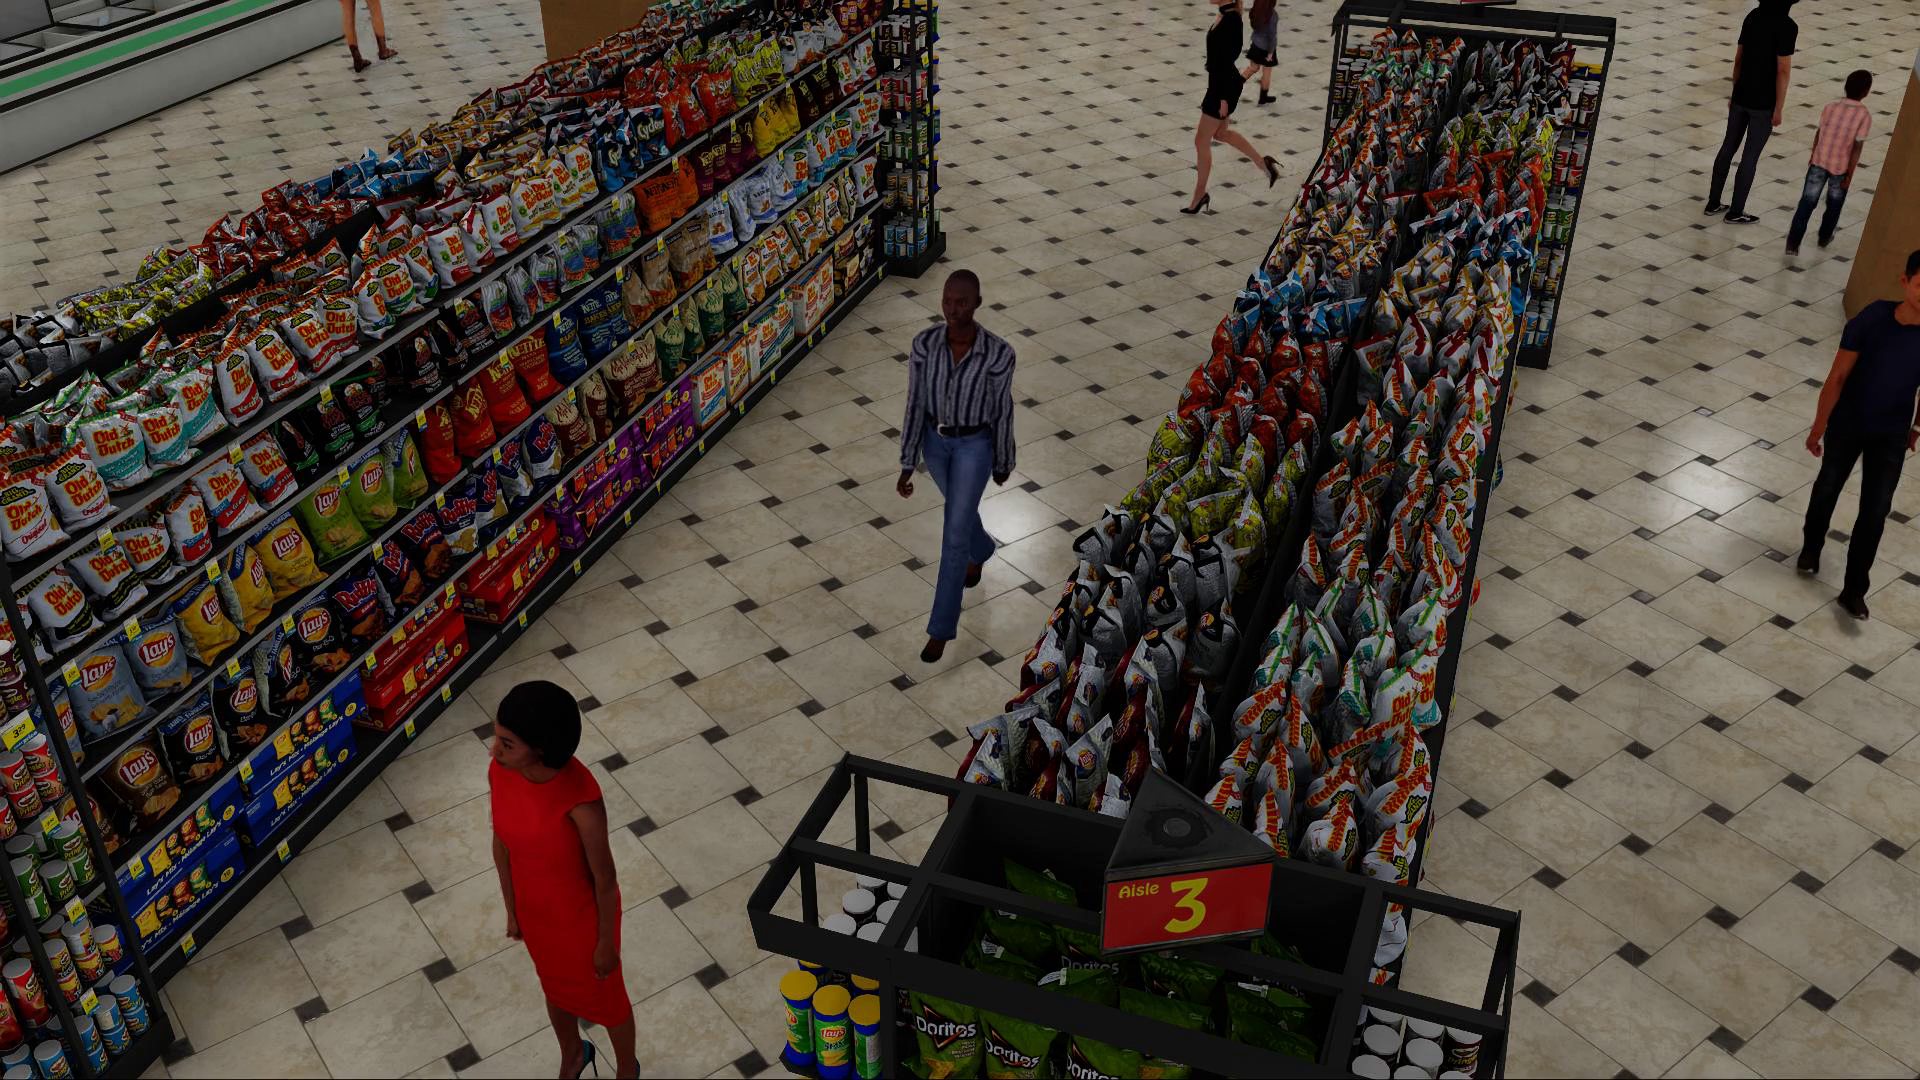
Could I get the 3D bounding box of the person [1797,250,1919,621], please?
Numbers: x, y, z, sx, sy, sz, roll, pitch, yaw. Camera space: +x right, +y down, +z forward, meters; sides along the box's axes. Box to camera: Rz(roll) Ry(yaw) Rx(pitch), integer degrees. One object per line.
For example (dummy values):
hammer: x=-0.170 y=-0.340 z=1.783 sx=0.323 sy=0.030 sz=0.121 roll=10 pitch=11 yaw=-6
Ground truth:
person: x=4.245 y=-0.579 z=7.793 sx=0.675 sy=1.761 sz=0.925 roll=13 pitch=34 yaw=20

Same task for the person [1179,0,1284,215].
person: x=1.970 y=-3.196 z=12.012 sx=0.812 sy=1.747 sz=0.970 roll=2 pitch=32 yaw=3

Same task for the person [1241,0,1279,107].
person: x=2.577 y=-4.294 z=14.392 sx=0.768 sy=1.098 sz=0.699 roll=-15 pitch=35 yaw=-22

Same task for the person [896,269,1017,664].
person: x=0.007 y=-0.402 z=7.535 sx=0.623 sy=1.733 sz=1.166 roll=11 pitch=34 yaw=17

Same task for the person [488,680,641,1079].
person: x=-1.191 y=1.134 z=5.058 sx=0.584 sy=1.743 sz=0.536 roll=15 pitch=35 yaw=23

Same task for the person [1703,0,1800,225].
person: x=5.702 y=-3.193 z=11.924 sx=0.764 sy=1.836 sz=0.688 roll=-12 pitch=34 yaw=-18

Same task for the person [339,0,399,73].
person: x=-5.606 y=-5.137 z=15.173 sx=0.675 sy=1.704 sz=0.823 roll=4 pitch=32 yaw=6

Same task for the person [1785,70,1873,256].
person: x=5.950 y=-2.555 z=11.419 sx=0.677 sy=1.286 sz=0.952 roll=23 pitch=39 yaw=32
